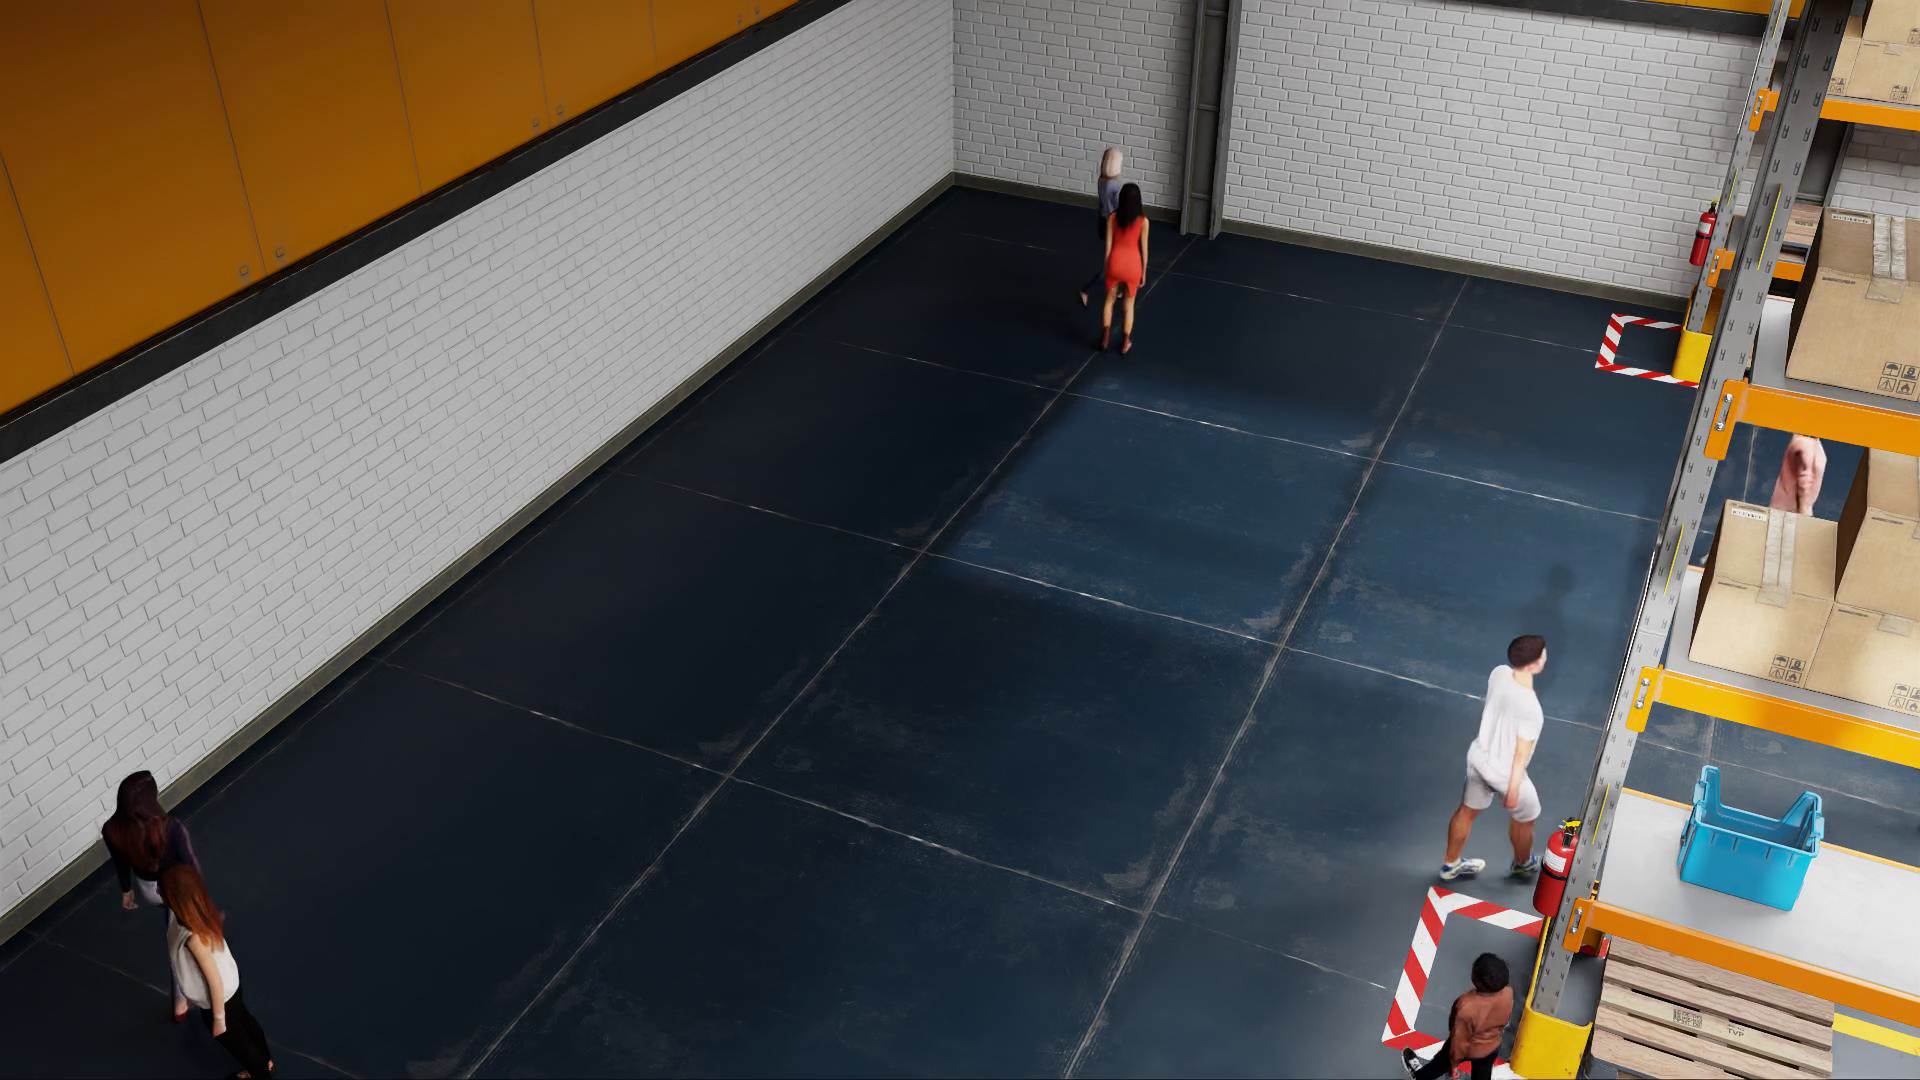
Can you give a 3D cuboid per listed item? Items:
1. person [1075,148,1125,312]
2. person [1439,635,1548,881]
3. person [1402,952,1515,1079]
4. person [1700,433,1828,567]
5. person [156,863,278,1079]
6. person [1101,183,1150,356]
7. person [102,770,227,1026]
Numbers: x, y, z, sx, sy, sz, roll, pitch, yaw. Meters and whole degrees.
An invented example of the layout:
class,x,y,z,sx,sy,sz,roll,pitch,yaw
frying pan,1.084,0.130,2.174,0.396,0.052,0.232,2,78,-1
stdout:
class,x,y,z,sx,sy,sz,roll,pitch,yaw
person,1.476,-3.089,16.777,1.044,1.696,1.006,-14,36,-21
person,3.153,1.352,9.973,1.128,1.832,1.038,-7,34,-11
person,2.690,2.650,8.568,0.860,1.225,0.914,-11,35,-16
person,6.204,-0.317,12.615,1.136,1.686,0.638,17,37,23
person,-3.834,2.320,8.615,0.711,1.721,0.640,-13,36,-19
person,1.567,-2.593,16.022,0.556,1.705,0.704,6,34,9
person,-4.414,1.993,9.253,1.111,1.560,0.969,-1,34,-2
